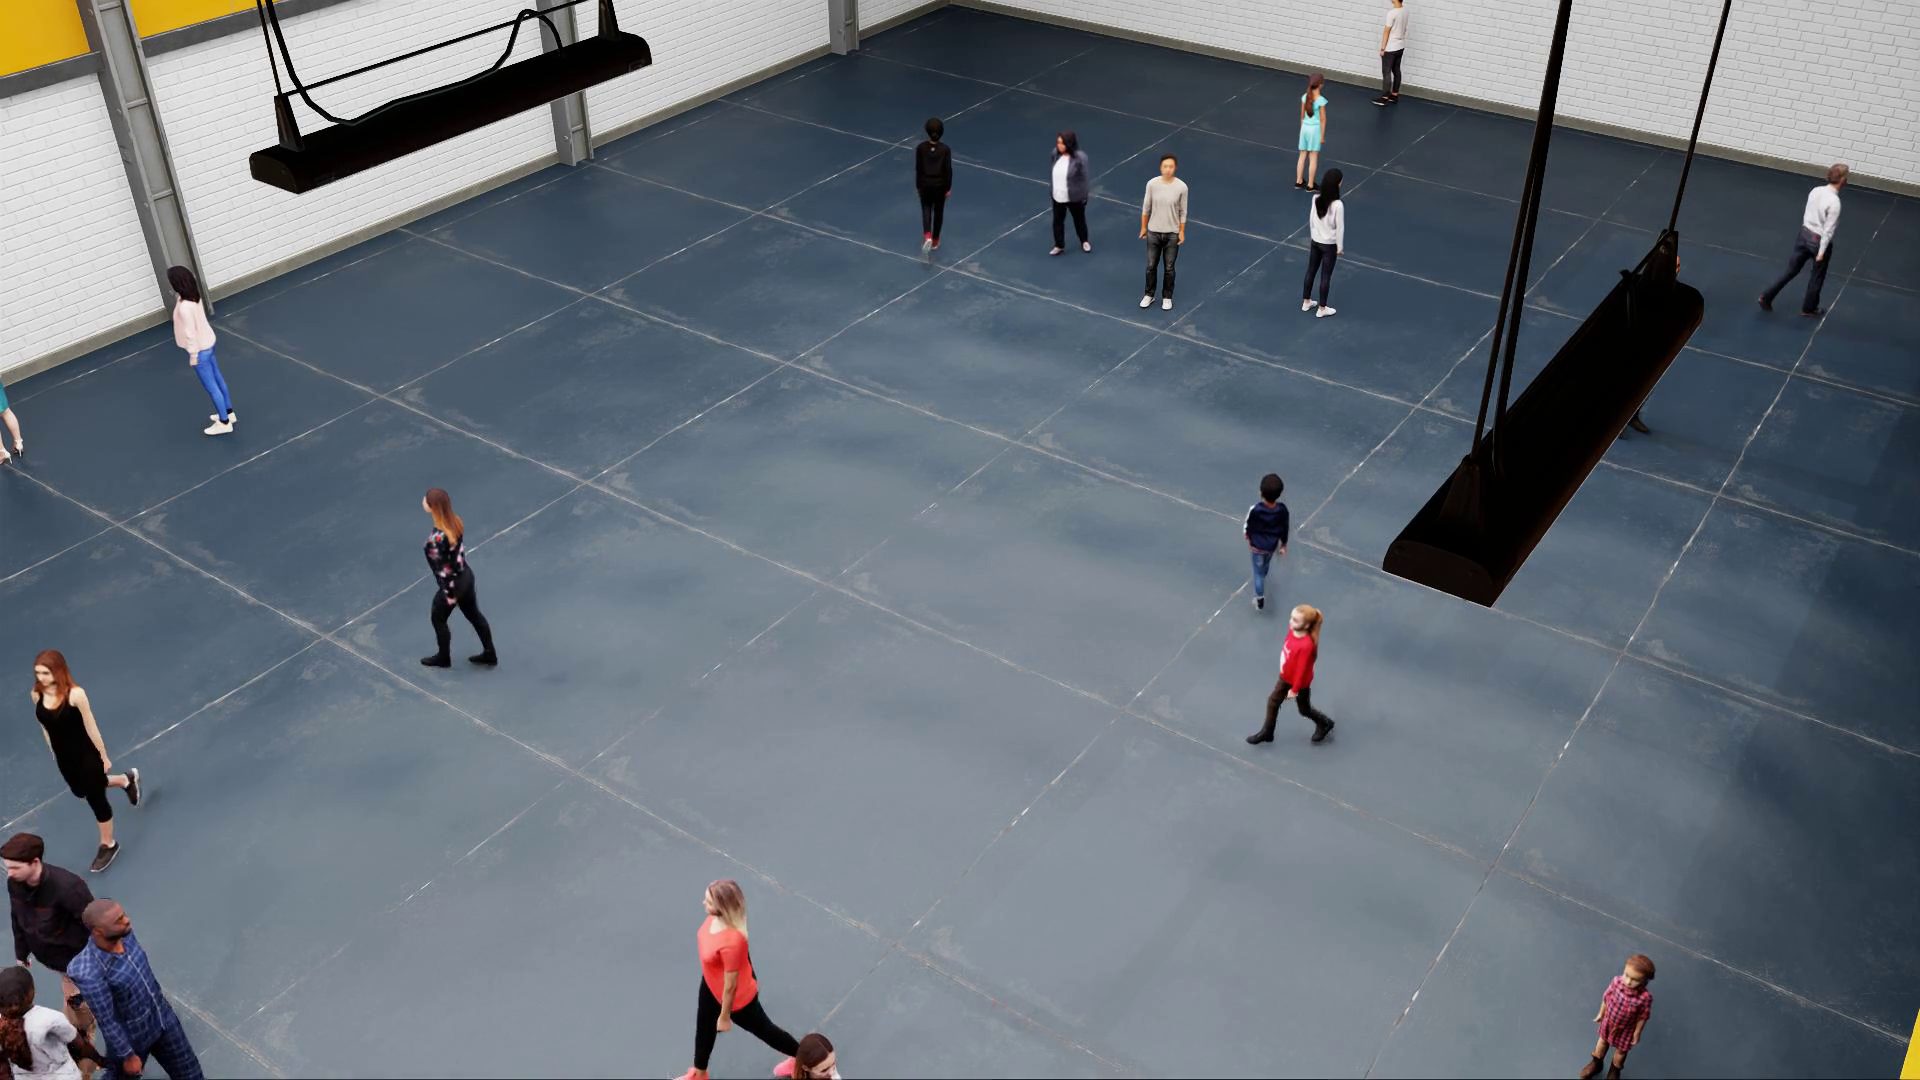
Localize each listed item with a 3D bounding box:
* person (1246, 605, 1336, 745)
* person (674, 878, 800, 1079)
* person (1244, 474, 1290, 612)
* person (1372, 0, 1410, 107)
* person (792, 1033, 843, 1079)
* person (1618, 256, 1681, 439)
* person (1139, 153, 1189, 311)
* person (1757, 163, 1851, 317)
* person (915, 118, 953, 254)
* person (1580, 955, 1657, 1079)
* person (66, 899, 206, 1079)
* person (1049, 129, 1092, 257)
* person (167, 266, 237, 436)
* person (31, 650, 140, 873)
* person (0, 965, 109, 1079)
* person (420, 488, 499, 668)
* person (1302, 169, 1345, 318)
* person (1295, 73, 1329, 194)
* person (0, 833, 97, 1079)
[{"bbox_3d":[2.561,1.030,12.418,0.946,1.267,0.813,-11,35,-16],"label":"person"},{"bbox_3d":[-1.226,2.612,9.690,1.197,1.652,1.048,-10,35,-14],"label":"person"},{"bbox_3d":[2.559,0.040,13.975,0.788,1.193,0.885,-2,34,-2],"label":"person"},{"bbox_3d":[6.403,-7.295,24.537,0.543,1.717,0.723,-25,41,-33],"label":"person"},{"bbox_3d":[-0.758,3.206,8.759,0.747,1.694,0.613,8,34,12],"label":"person"},{"bbox_3d":[6.723,-1.942,16.302,0.733,1.918,0.841,-12,35,-17],"label":"person"},{"bbox_3d":[2.295,-3.489,18.725,0.727,1.812,0.672,8,35,12],"label":"person"},{"bbox_3d":[9.402,-3.305,18.468,1.185,1.790,1.067,-10,35,-14],"label":"person"},{"bbox_3d":[-0.331,-4.226,19.970,0.866,1.662,0.999,2,34,4],"label":"person"},{"bbox_3d":[3.947,2.852,9.898,0.479,1.022,0.457,-29,43,-36],"label":"person"},{"bbox_3d":[-4.740,2.742,9.382,1.108,1.777,1.210,4,34,6],"label":"person"},{"bbox_3d":[1.354,-4.187,19.999,0.691,1.564,0.833,17,37,23],"label":"person"},{"bbox_3d":[-7.445,-1.876,16.337,0.776,1.769,0.702,-4,34,-5],"label":"person"},{"bbox_3d":[-5.992,1.422,11.431,0.835,1.708,1.066,6,34,8],"label":"person"},{"bbox_3d":[-4.941,3.050,9.012,0.993,1.675,1.184,0,34,0],"label":"person"},{"bbox_3d":[-3.902,0.336,13.108,0.880,1.661,0.883,4,34,6],"label":"person"},{"bbox_3d":[4.069,-3.334,18.592,0.662,1.701,0.683,-23,40,-30],"label":"person"},{"bbox_3d":[4.596,-5.339,21.739,0.597,1.557,0.592,-27,42,-34],"label":"person"},{"bbox_3d":[-5.156,2.406,9.802,0.895,1.872,1.304,13,36,19],"label":"person"}]
